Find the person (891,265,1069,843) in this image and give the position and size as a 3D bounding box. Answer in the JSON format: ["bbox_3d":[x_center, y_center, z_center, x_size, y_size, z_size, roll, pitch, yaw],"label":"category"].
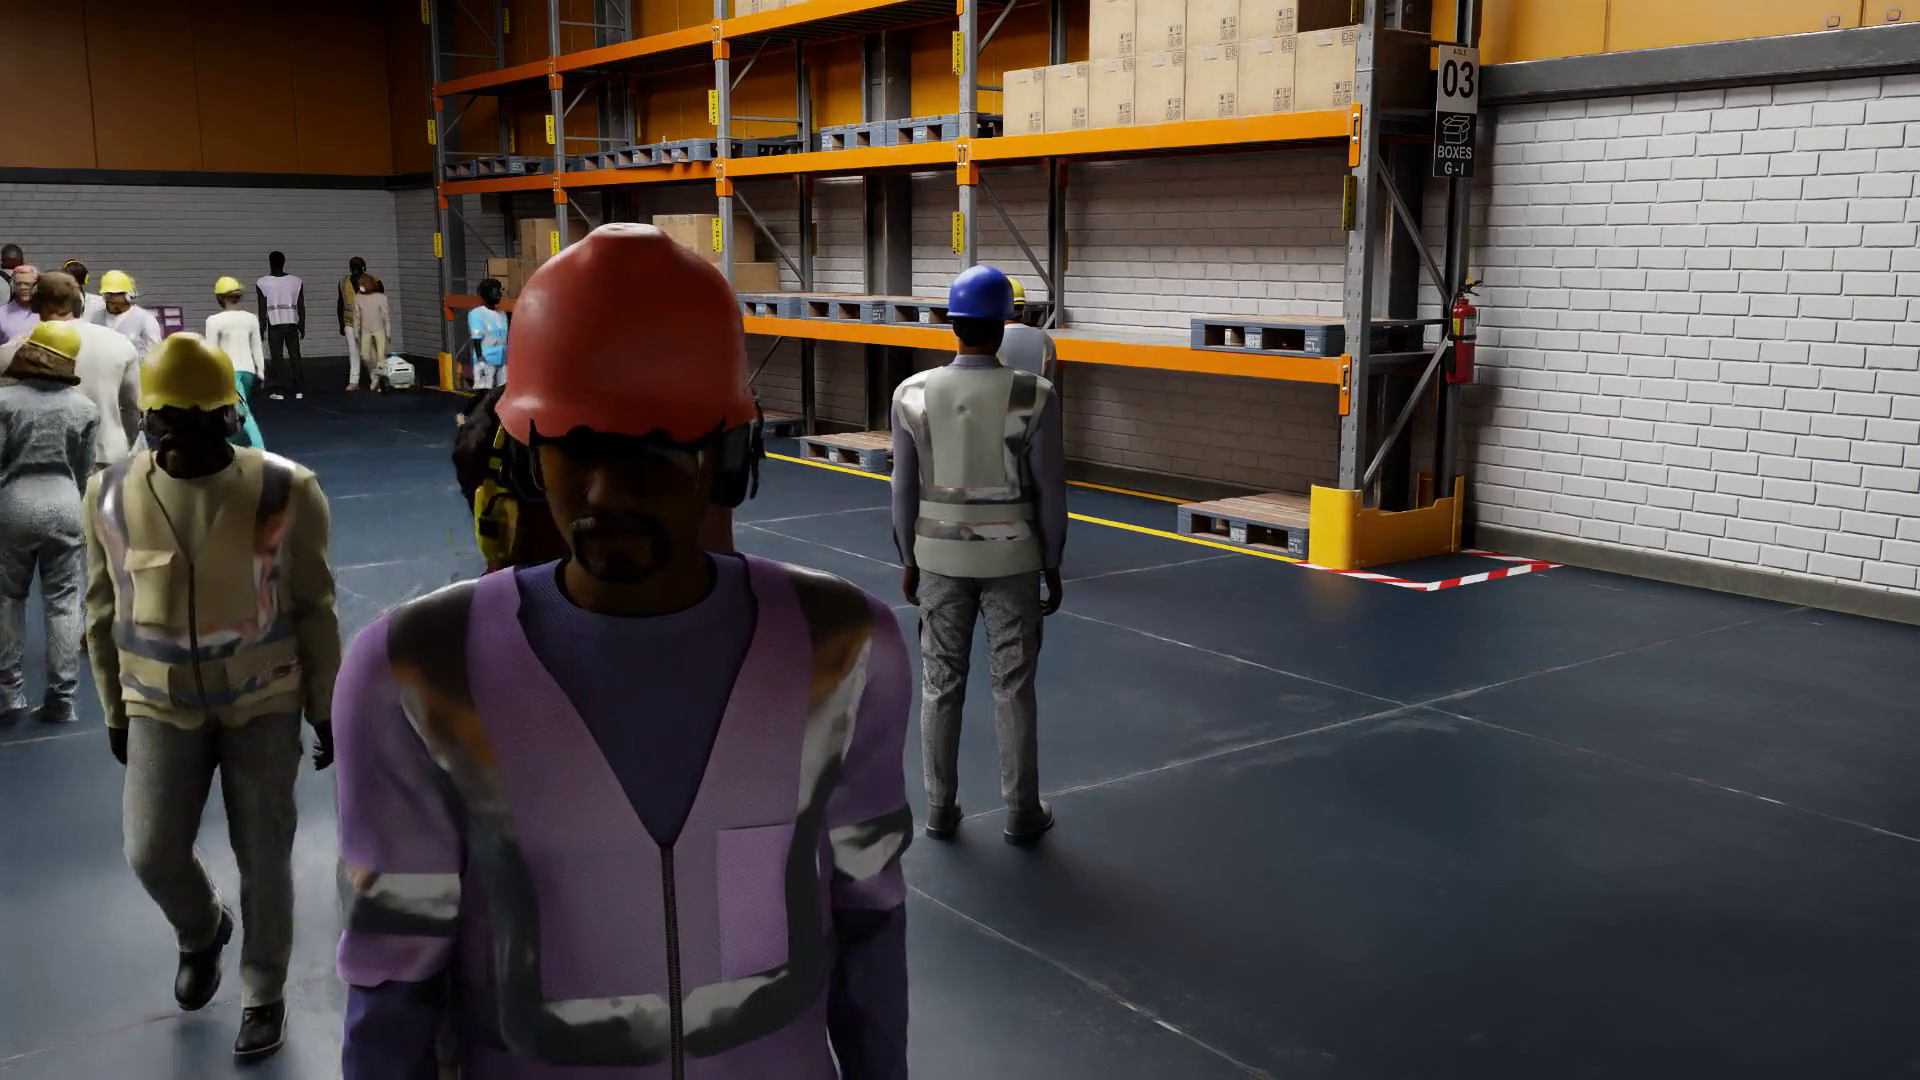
[{"bbox_3d":[0.068,0.061,5.607,0.601,1.948,0.386,3,10,14],"label":"person"}]

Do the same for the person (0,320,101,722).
[{"bbox_3d":[-3.911,-0.070,7.074,0.451,1.698,0.570,10,14,43],"label":"person"}]

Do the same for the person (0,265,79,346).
[{"bbox_3d":[-7.226,-1.223,13.081,0.639,1.862,1.027,-3,11,-16],"label":"person"}]

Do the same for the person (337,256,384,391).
[{"bbox_3d":[-8.224,-2.962,22.841,0.636,1.840,0.429,-1,10,-3],"label":"person"}]

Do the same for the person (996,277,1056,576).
[{"bbox_3d":[0.299,-0.668,10.053,0.591,1.823,0.405,-6,12,-30],"label":"person"}]

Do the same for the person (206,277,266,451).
[{"bbox_3d":[-6.629,-1.529,15.147,0.899,1.712,0.538,5,11,28],"label":"person"}]

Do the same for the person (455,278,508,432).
[{"bbox_3d":[-4.800,-1.819,16.871,0.703,1.680,0.535,5,11,28],"label":"person"}]

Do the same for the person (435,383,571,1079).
[{"bbox_3d":[-0.573,0.690,2.401,0.698,1.836,0.549,2,10,10],"label":"person"}]

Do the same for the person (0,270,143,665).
[{"bbox_3d":[-4.279,-0.349,8.084,0.543,1.891,0.667,9,14,42],"label":"person"}]

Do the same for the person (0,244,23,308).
[{"bbox_3d":[-11.194,-2.514,19.769,0.701,2.000,0.538,-8,13,-39],"label":"person"}]

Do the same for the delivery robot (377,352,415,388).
[{"bbox_3d":[-7.588,-2.279,22.353,0.477,0.478,0.707,-6,12,-32],"label":"delivery robot"}]

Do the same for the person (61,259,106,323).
[{"bbox_3d":[-8.080,-1.635,15.314,0.514,1.876,0.328,-7,12,-33],"label":"person"}]

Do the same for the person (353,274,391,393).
[{"bbox_3d":[-7.953,-2.802,22.553,0.525,1.609,0.378,-1,10,-4],"label":"person"}]

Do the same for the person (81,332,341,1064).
[{"bbox_3d":[-1.847,0.391,4.145,0.600,1.813,0.436,-2,10,-13],"label":"person"}]

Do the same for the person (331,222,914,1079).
[{"bbox_3d":[-0.323,0.697,1.784,0.614,2.039,0.394,-4,11,-20],"label":"person"}]

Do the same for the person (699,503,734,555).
[{"bbox_3d":[-0.709,0.346,3.878,0.396,1.992,0.623,1,10,6],"label":"person"}]

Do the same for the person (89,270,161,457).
[{"bbox_3d":[-6.832,-1.263,13.442,0.607,1.791,0.871,2,10,13],"label":"person"}]

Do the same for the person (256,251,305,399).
[{"bbox_3d":[-8.817,-2.788,21.641,0.591,1.922,0.390,-8,13,-37],"label":"person"}]
